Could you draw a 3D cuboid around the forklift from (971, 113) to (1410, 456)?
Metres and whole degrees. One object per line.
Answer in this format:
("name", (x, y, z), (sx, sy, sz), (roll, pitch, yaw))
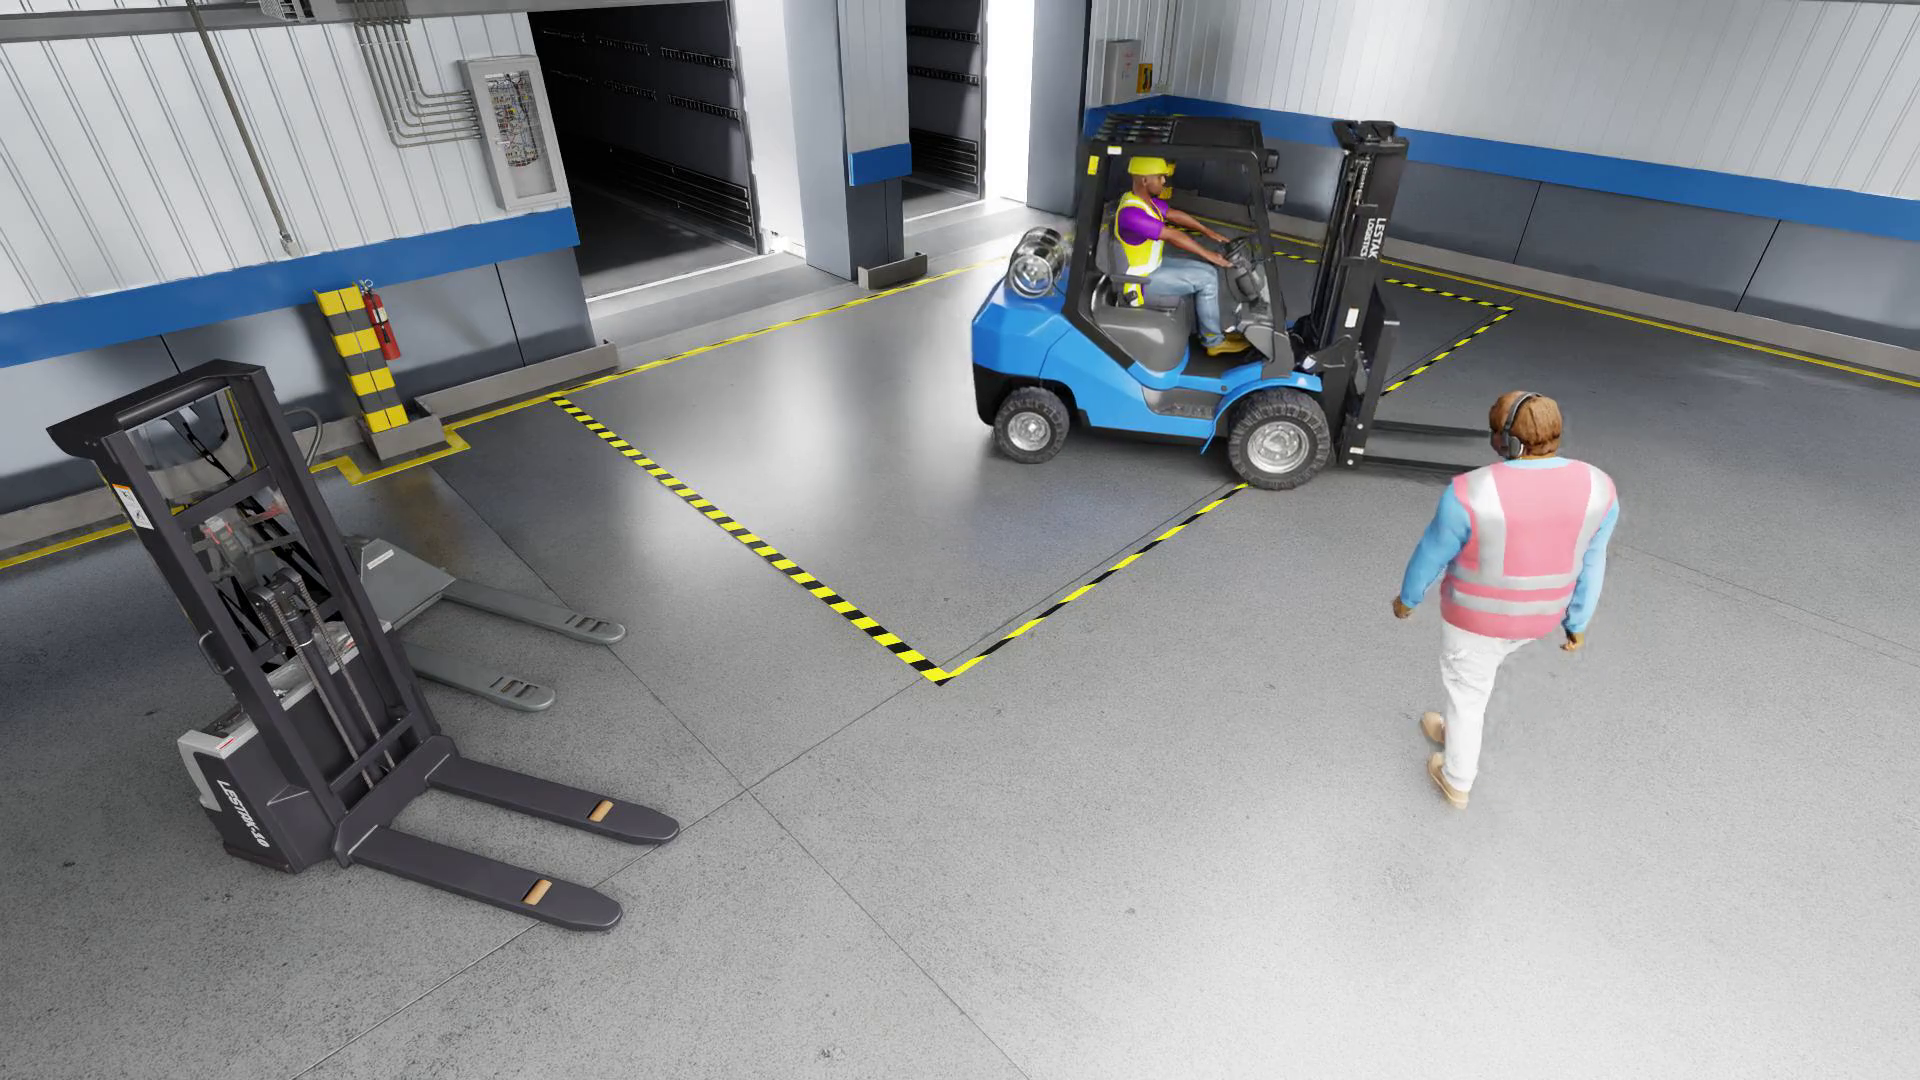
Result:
("forklift", (1.466, -1.747, 6.227), (2.680, 2.036, 1.157), (8, 35, 11))

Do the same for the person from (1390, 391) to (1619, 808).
("person", (2.154, 0.292, 3.720), (0.648, 1.799, 0.541), (-2, 34, -2))

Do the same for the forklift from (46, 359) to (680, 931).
("forklift", (-2.135, 0.422, 3.354), (1.885, 1.965, 0.823), (10, 35, 14))

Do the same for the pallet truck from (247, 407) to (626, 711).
("pallet truck", (-2.628, 0.038, 4.590), (1.601, 1.201, 0.680), (12, 36, 18))

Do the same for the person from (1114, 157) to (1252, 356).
("person", (1.522, -1.890, 6.104), (1.004, 1.294, 0.635), (8, 35, 11))
